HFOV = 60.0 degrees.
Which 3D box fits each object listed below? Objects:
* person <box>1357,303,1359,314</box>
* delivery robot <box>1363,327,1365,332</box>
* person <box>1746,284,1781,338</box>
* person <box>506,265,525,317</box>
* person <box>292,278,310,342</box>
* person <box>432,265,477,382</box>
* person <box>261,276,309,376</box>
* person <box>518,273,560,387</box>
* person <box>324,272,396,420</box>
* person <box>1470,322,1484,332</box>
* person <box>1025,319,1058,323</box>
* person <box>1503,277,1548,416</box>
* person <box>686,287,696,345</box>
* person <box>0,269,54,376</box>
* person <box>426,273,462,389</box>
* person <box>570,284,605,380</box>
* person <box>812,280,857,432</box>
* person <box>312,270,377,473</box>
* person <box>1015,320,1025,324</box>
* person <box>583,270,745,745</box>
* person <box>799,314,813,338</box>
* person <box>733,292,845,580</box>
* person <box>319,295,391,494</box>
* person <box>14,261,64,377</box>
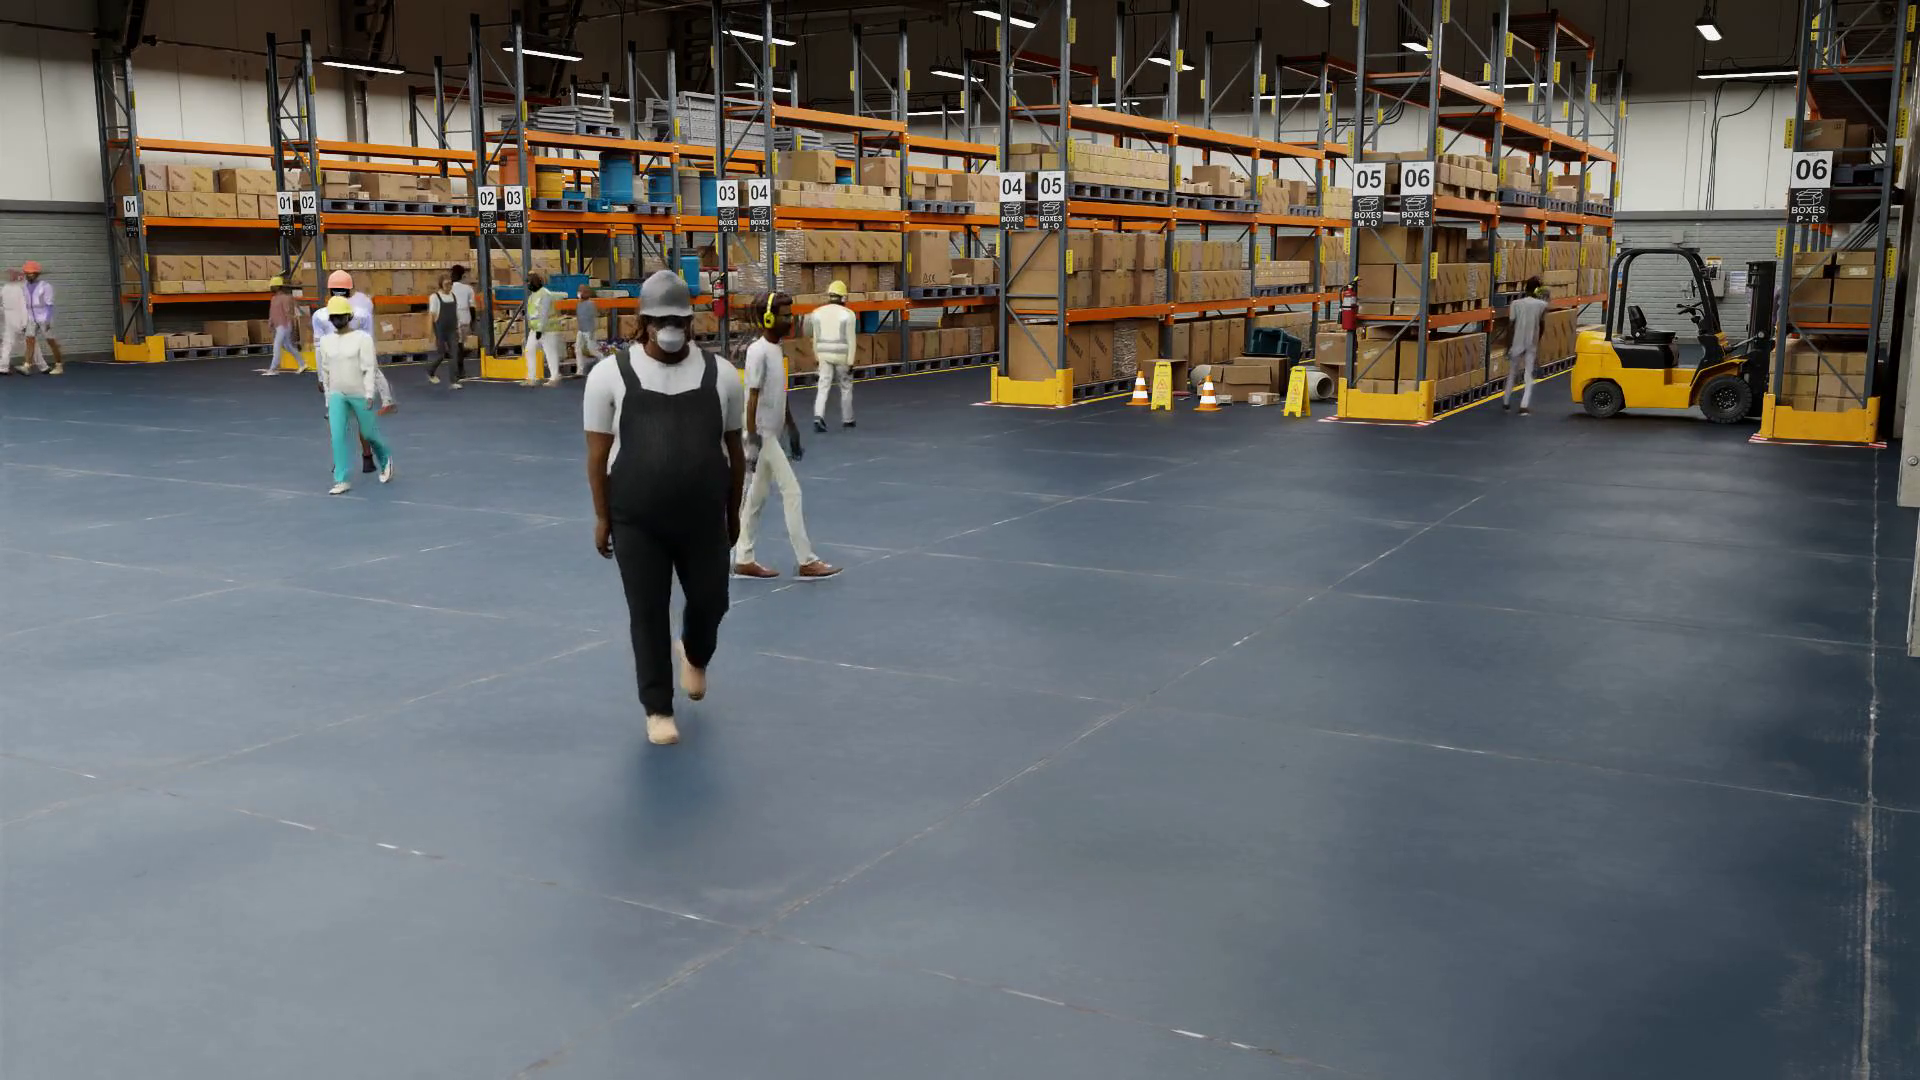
[{"bbox_3d":[9.296,-5.463,38.737,0.605,1.875,0.948,1,10,8],"label":"person"},{"bbox_3d":[9.201,-4.654,37.557,0.707,0.478,0.477,-2,10,-10],"label":"delivery robot"},{"bbox_3d":[13.943,-3.793,28.811,0.585,1.921,0.392,5,11,28],"label":"person"},{"bbox_3d":[-9.789,-5.118,36.669,0.573,1.883,0.356,5,11,29],"label":"person"},{"bbox_3d":[-13.739,-4.621,34.516,0.493,1.624,0.280,-1,10,-3],"label":"person"},{"bbox_3d":[-8.452,-3.613,27.713,0.889,1.917,0.644,9,14,44],"label":"person"},{"bbox_3d":[-11.806,-3.731,29.005,0.538,1.724,0.891,9,13,41],"label":"person"},{"bbox_3d":[-6.702,-3.309,26.302,0.765,1.799,0.644,-8,12,-38],"label":"person"},{"bbox_3d":[-7.714,-2.485,21.318,0.629,1.883,1.083,3,10,19],"label":"person"},{"bbox_3d":[10.522,-4.594,33.575,0.540,1.904,0.976,7,12,35],"label":"person"},{"bbox_3d":[1.318,-3.547,27.040,0.606,2.035,0.403,5,11,28],"label":"person"},{"bbox_3d":[7.415,-2.545,21.854,0.539,1.799,0.984,2,10,13],"label":"person"},{"bbox_3d":[-4.187,-3.070,25.468,0.666,1.616,0.536,5,11,29],"label":"person"},{"bbox_3d":[-16.368,-3.790,28.987,0.640,1.855,0.983,4,10,21],"label":"person"},{"bbox_3d":[-8.085,-3.257,25.968,0.641,1.820,0.564,8,12,39],"label":"person"},{"bbox_3d":[-6.256,-3.512,28.069,0.504,1.612,0.693,8,13,39],"label":"person"},{"bbox_3d":[-1.505,-2.179,19.737,0.586,1.797,0.900,3,10,17],"label":"person"},{"bbox_3d":[-5.870,-1.599,15.896,0.543,1.939,0.362,-3,10,-19],"label":"person"},{"bbox_3d":[1.264,-4.181,31.765,0.552,1.670,0.733,6,12,33],"label":"person"},{"bbox_3d":[-1.265,-0.165,7.205,0.691,2.000,0.683,-3,10,-17],"label":"person"},{"bbox_3d":[-2.565,-3.917,29.513,0.629,1.931,0.375,0,10,-1],"label":"person"},{"bbox_3d":[-1.085,-0.646,10.598,0.846,1.837,0.561,1,10,3],"label":"person"},{"bbox_3d":[-5.393,-1.308,14.786,0.531,1.738,0.797,1,10,6],"label":"person"},{"bbox_3d":[-15.939,-3.810,28.731,0.621,1.971,1.053,1,10,8],"label":"person"}]
